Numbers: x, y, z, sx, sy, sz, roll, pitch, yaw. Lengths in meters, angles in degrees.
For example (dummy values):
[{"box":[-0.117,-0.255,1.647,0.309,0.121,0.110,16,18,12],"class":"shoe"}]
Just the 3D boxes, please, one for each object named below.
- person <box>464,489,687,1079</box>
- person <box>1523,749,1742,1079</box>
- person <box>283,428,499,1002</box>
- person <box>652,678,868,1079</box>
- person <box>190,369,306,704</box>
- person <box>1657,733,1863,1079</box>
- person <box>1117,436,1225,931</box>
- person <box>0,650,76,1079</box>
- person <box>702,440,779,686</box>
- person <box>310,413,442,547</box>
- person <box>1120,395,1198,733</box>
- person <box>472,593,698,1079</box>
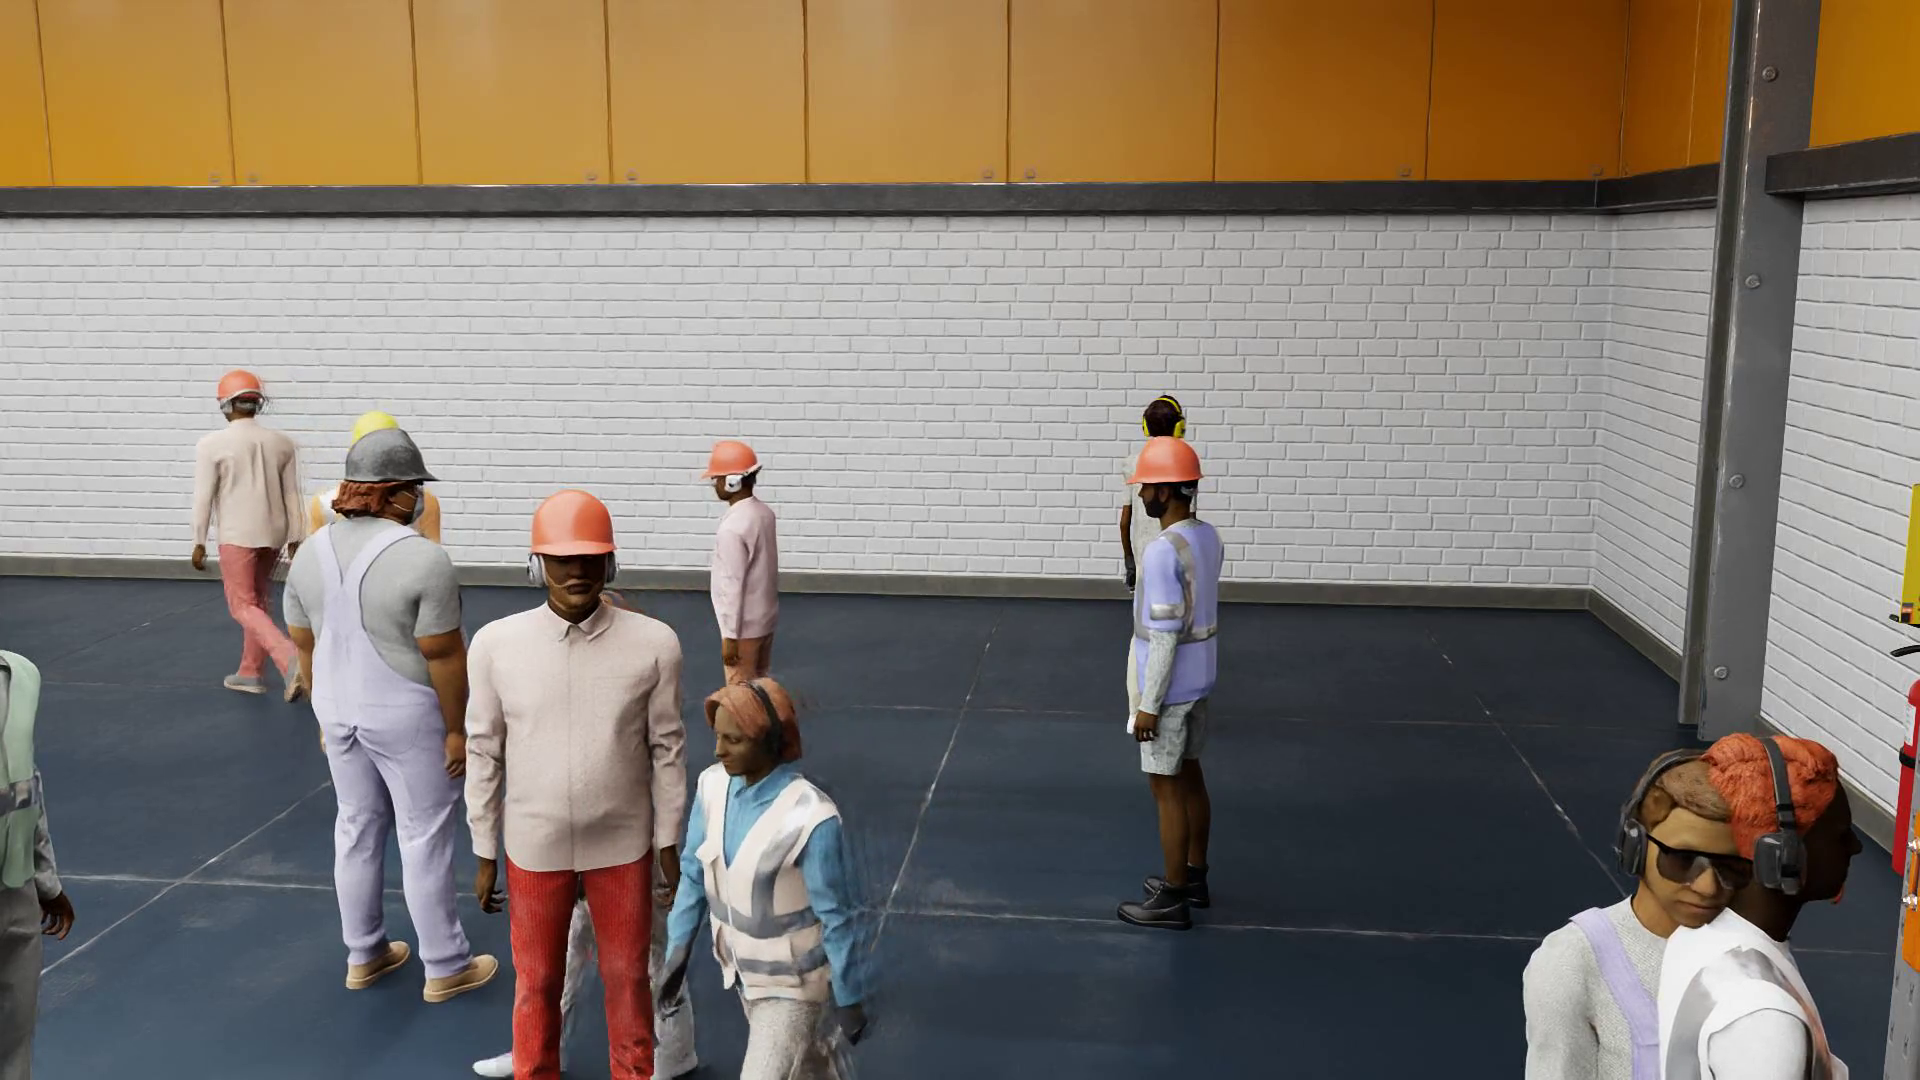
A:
[{"box":[-1.072,0.847,4.686,0.611,1.997,0.375,-2,10,-13],"class":"person"},{"box":[1.178,1.246,2.847,0.507,1.844,0.345,-5,11,-24],"class":"person"},{"box":[-1.994,0.609,5.928,0.681,2.000,0.536,4,11,23],"class":"person"},{"box":[-0.513,1.130,4.220,0.836,1.588,0.503,-9,13,-40],"class":"person"},{"box":[-4.098,-0.012,9.732,0.881,1.958,0.618,6,11,30],"class":"person"},{"box":[1.265,1.237,2.779,0.337,1.882,0.584,2,10,10],"class":"person"},{"box":[0.810,0.557,6.526,0.370,1.933,0.553,5,11,28],"class":"person"},{"box":[-2.578,0.949,4.337,0.391,1.917,0.593,1,10,7],"class":"person"},{"box":[-1.064,0.383,8.067,0.347,1.745,0.566,2,10,10],"class":"person"},{"box":[-2.779,0.333,7.956,0.615,1.873,0.974,-3,10,-17],"class":"person"},{"box":[1.103,0.150,9.032,0.514,1.876,0.328,8,13,39],"class":"person"},{"box":[-1.181,0.960,5.136,0.764,1.606,0.517,-5,11,-27],"class":"person"}]
